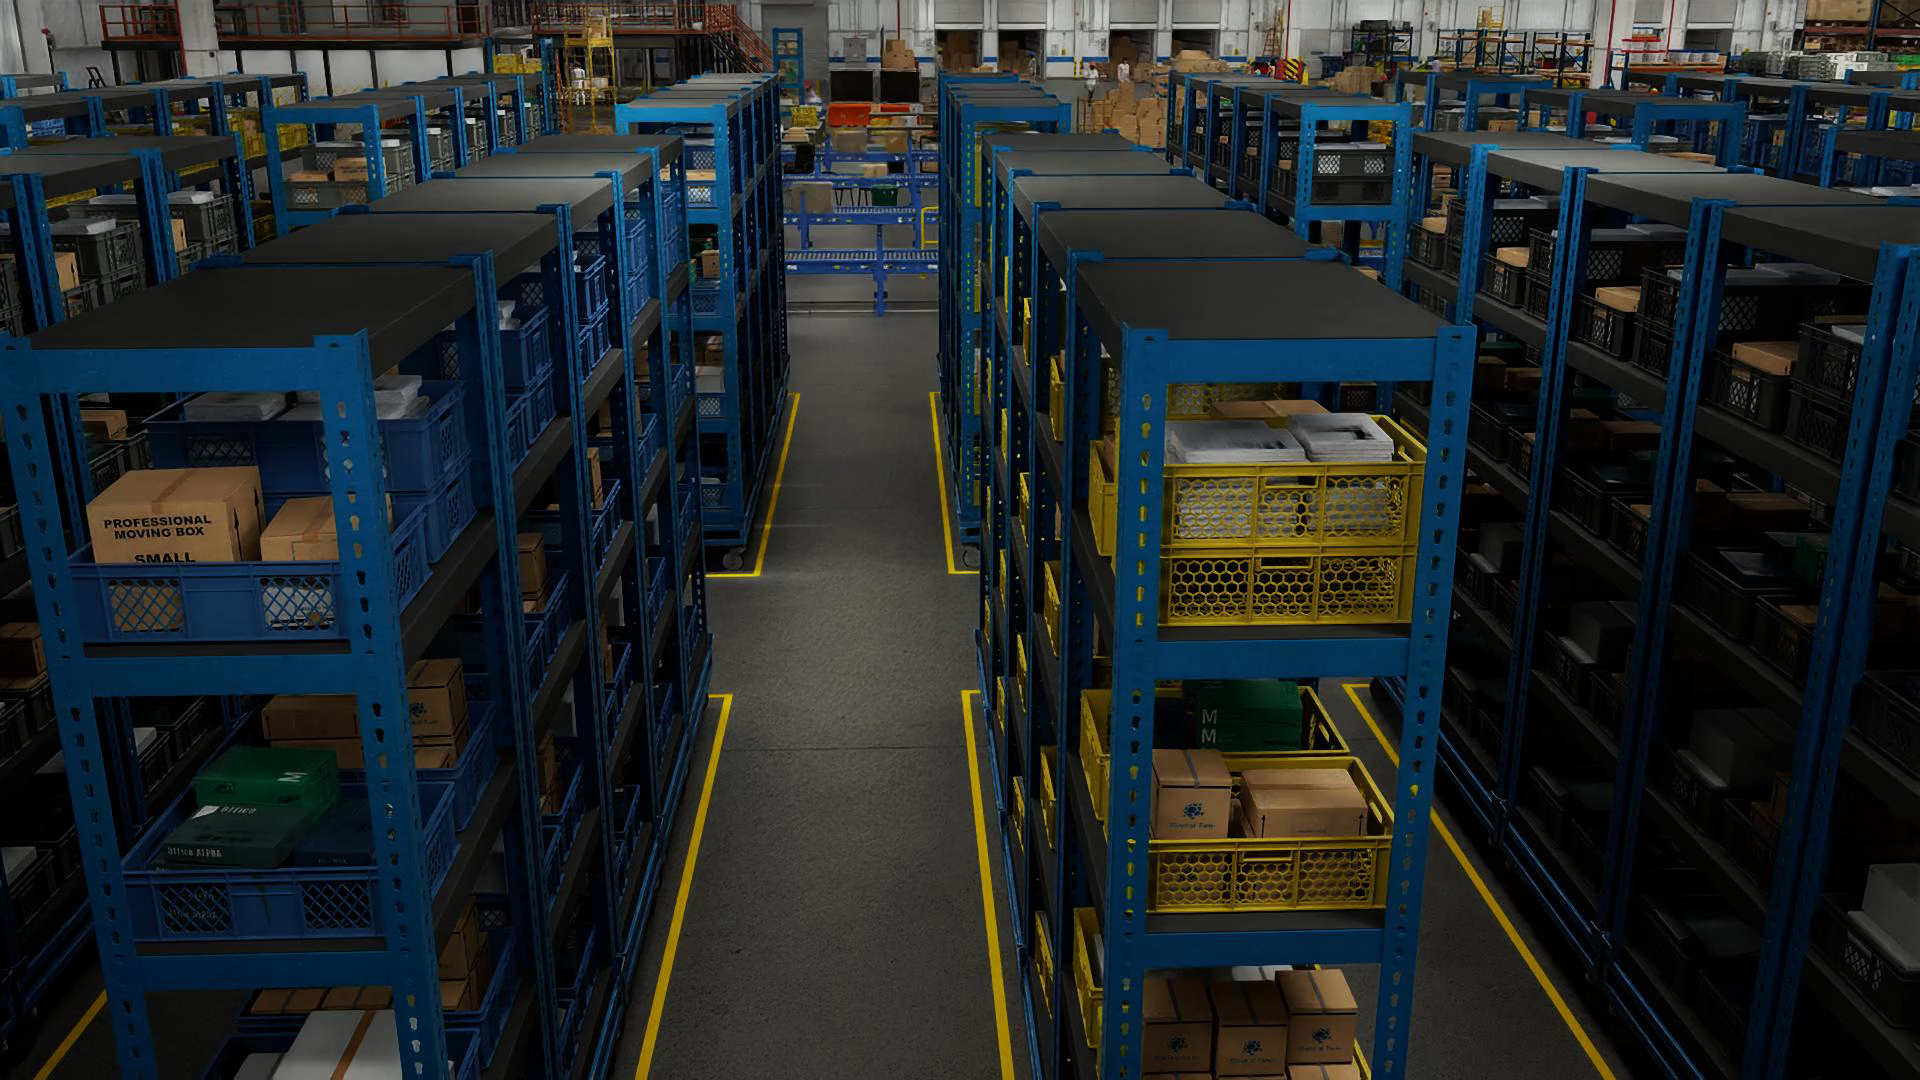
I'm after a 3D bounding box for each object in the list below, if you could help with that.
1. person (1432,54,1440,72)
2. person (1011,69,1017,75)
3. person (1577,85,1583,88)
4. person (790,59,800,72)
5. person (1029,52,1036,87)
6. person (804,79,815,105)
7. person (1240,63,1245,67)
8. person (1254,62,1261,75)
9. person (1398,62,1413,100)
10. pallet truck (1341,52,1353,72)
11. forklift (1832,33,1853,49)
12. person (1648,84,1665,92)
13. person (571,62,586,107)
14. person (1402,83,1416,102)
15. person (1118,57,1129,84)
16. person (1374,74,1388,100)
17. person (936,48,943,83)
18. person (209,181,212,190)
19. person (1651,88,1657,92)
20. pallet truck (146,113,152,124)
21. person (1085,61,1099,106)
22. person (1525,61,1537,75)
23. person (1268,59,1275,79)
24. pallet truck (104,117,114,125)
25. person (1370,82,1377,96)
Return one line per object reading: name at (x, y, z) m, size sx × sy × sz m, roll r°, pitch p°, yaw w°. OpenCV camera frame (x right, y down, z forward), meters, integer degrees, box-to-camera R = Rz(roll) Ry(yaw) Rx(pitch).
person at (23.361, -23.022, 82.097) m, size 0.610 × 1.878 × 0.901 m, roll -14°, pitch 22°, yaw -36°
person at (2.136, -17.131, 63.864) m, size 0.964 × 1.899 × 0.550 m, roll -5°, pitch 19°, yaw -15°
person at (19.976, -13.873, 54.004) m, size 0.643 × 1.744 × 0.528 m, roll 9°, pitch 20°, yaw 26°
person at (-9.038, -25.712, 90.548) m, size 0.844 × 1.813 × 0.623 m, roll -12°, pitch 22°, yaw -34°
person at (3.636, -23.514, 83.516) m, size 0.383 × 1.951 × 0.605 m, roll -5°, pitch 19°, yaw -16°
person at (-4.691, -13.602, 52.774) m, size 0.760 × 1.998 × 0.626 m, roll -6°, pitch 19°, yaw -18°
person at (12.577, -20.373, 74.128) m, size 0.492 × 1.742 × 0.321 m, roll 11°, pitch 21°, yaw 31°
person at (12.404, -18.999, 69.596) m, size 0.391 × 1.920 × 0.593 m, roll 6°, pitch 19°, yaw 19°
person at (19.618, -20.056, 73.005) m, size 0.853 × 1.843 × 0.525 m, roll 6°, pitch 19°, yaw 17°
pallet truck at (18.794, -23.123, 82.231) m, size 0.823 × 1.965 × 1.885 m, roll -13°, pitch 22°, yaw -35°
forklift at (46.103, -25.165, 87.138) m, size 1.129 × 2.768 × 1.873 m, roll -6°, pitch 19°, yaw -17°
person at (25.063, -15.915, 59.858) m, size 0.678 × 2.000 × 0.537 m, roll 14°, pitch 22°, yaw 36°
person at (-16.310, -19.490, 71.174) m, size 0.574 × 1.883 × 0.355 m, roll -4°, pitch 18°, yaw -13°
person at (16.156, -15.854, 59.970) m, size 0.508 × 1.850 × 0.550 m, roll -7°, pitch 19°, yaw -21°
person at (7.430, -20.915, 75.497) m, size 0.627 × 1.938 × 0.372 m, roll -11°, pitch 21°, yaw -30°
person at (14.322, -14.958, 57.019) m, size 0.584 × 1.961 × 0.659 m, roll 4°, pitch 18°, yaw 13°
person at (-1.090, -26.455, 92.683) m, size 0.645 × 1.899 × 0.628 m, roll 7°, pitch 19°, yaw 20°
person at (-17.474, -8.861, 38.276) m, size 0.640 × 1.886 × 0.504 m, roll -11°, pitch 21°, yaw -30°
person at (21.593, -13.199, 51.912) m, size 0.356 × 1.756 × 0.528 m, roll -16°, pitch 24°, yaw -41°
pallet truck at (-18.087, -8.309, 36.390) m, size 1.885 × 1.965 × 0.823 m, roll -1°, pitch 18°, yaw -4°
person at (5.698, -19.592, 71.478) m, size 0.566 × 1.883 × 0.983 m, roll -5°, pitch 19°, yaw -15°
person at (25.350, -20.388, 74.022) m, size 0.506 × 1.839 × 0.351 m, roll 5°, pitch 19°, yaw 16°
person at (15.065, -22.402, 80.499) m, size 0.321 × 1.692 × 0.534 m, roll 14°, pitch 23°, yaw 37°
pallet truck at (-18.367, -7.885, 35.078) m, size 1.885 × 1.965 × 0.823 m, roll 1°, pitch 18°, yaw 2°
person at (14.335, -15.052, 57.748) m, size 0.513 × 1.672 × 0.637 m, roll -1°, pitch 18°, yaw -3°
